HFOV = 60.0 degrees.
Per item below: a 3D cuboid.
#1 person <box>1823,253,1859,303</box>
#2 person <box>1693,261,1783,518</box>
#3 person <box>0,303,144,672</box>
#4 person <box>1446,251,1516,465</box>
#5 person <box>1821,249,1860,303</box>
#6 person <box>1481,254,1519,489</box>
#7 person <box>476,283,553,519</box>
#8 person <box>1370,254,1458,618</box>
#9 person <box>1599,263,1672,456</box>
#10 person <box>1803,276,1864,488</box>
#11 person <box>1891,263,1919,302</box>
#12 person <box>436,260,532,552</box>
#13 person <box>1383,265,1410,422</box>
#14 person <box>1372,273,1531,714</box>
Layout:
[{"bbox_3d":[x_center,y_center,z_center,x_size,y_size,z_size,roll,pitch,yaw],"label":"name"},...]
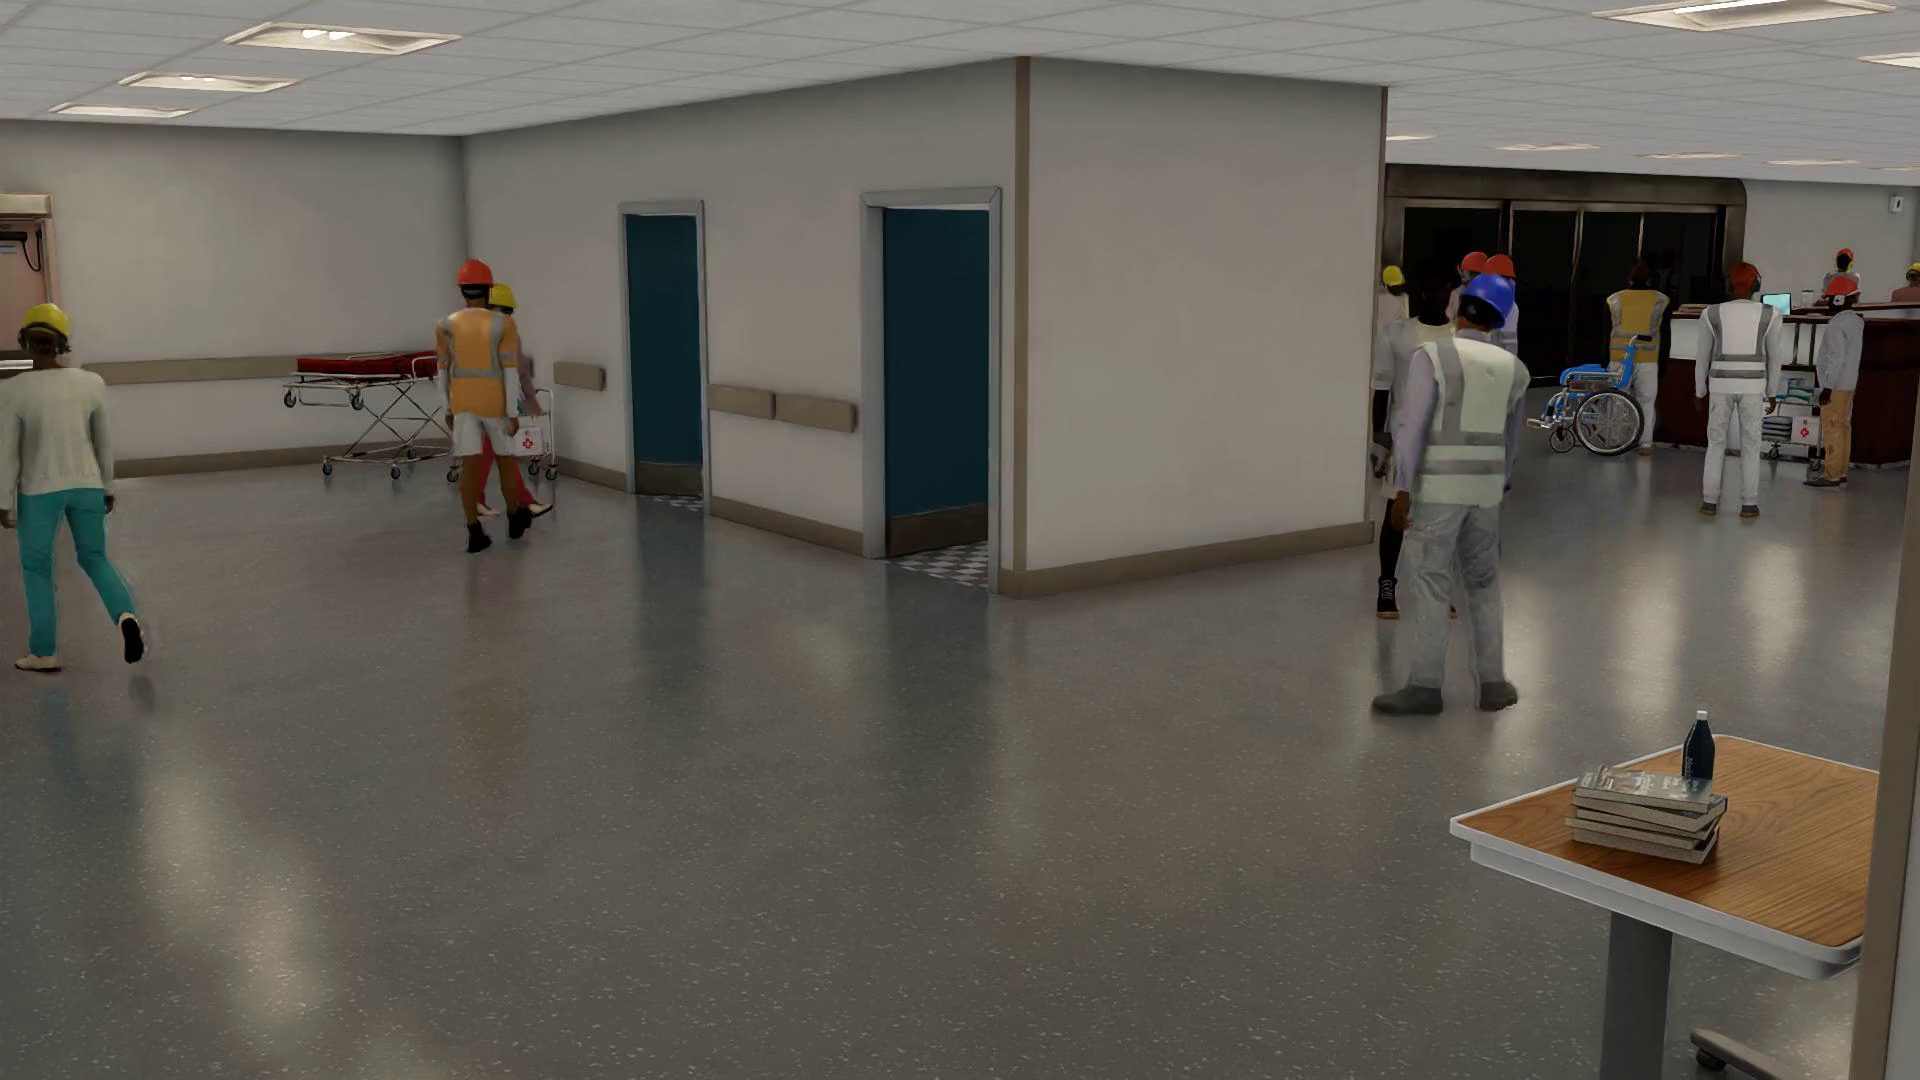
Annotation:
[{"bbox_3d":[13.337,-3.402,25.226,0.507,1.872,0.329,6,12,31],"label":"person"},{"bbox_3d":[5.743,-1.105,12.306,0.574,1.887,0.355,5,11,25],"label":"person"},{"bbox_3d":[-4.191,-0.226,7.766,0.584,1.743,0.543,8,13,37],"label":"person"},{"bbox_3d":[4.501,-1.568,14.744,0.638,1.938,1.025,-4,11,-21],"label":"person"},{"bbox_3d":[13.463,-3.479,25.462,0.374,1.939,0.545,-10,14,-43],"label":"person"},{"bbox_3d":[4.362,-1.370,13.680,0.380,1.931,0.545,-6,12,-31],"label":"person"},{"bbox_3d":[-3.303,-0.999,12.150,0.882,1.723,0.543,4,11,20],"label":"person"},{"bbox_3d":[2.509,-0.546,8.946,0.610,1.964,0.365,0,10,0],"label":"person"},{"bbox_3d":[6.441,-1.717,15.900,0.633,1.836,0.429,4,11,23],"label":"person"},{"bbox_3d":[7.258,-1.307,13.808,0.335,1.749,0.575,9,14,42],"label":"person"},{"bbox_3d":[12.485,-2.741,21.836,0.523,1.760,0.327,8,13,37],"label":"person"},{"bbox_3d":[-3.187,-0.909,11.157,0.557,1.900,0.849,0,10,-1],"label":"person"},{"bbox_3d":[4.893,-2.200,18.743,0.759,1.781,0.413,-10,14,-44],"label":"person"},{"bbox_3d":[2.115,-0.184,7.148,0.701,1.896,0.390,-5,11,-26],"label":"person"}]
